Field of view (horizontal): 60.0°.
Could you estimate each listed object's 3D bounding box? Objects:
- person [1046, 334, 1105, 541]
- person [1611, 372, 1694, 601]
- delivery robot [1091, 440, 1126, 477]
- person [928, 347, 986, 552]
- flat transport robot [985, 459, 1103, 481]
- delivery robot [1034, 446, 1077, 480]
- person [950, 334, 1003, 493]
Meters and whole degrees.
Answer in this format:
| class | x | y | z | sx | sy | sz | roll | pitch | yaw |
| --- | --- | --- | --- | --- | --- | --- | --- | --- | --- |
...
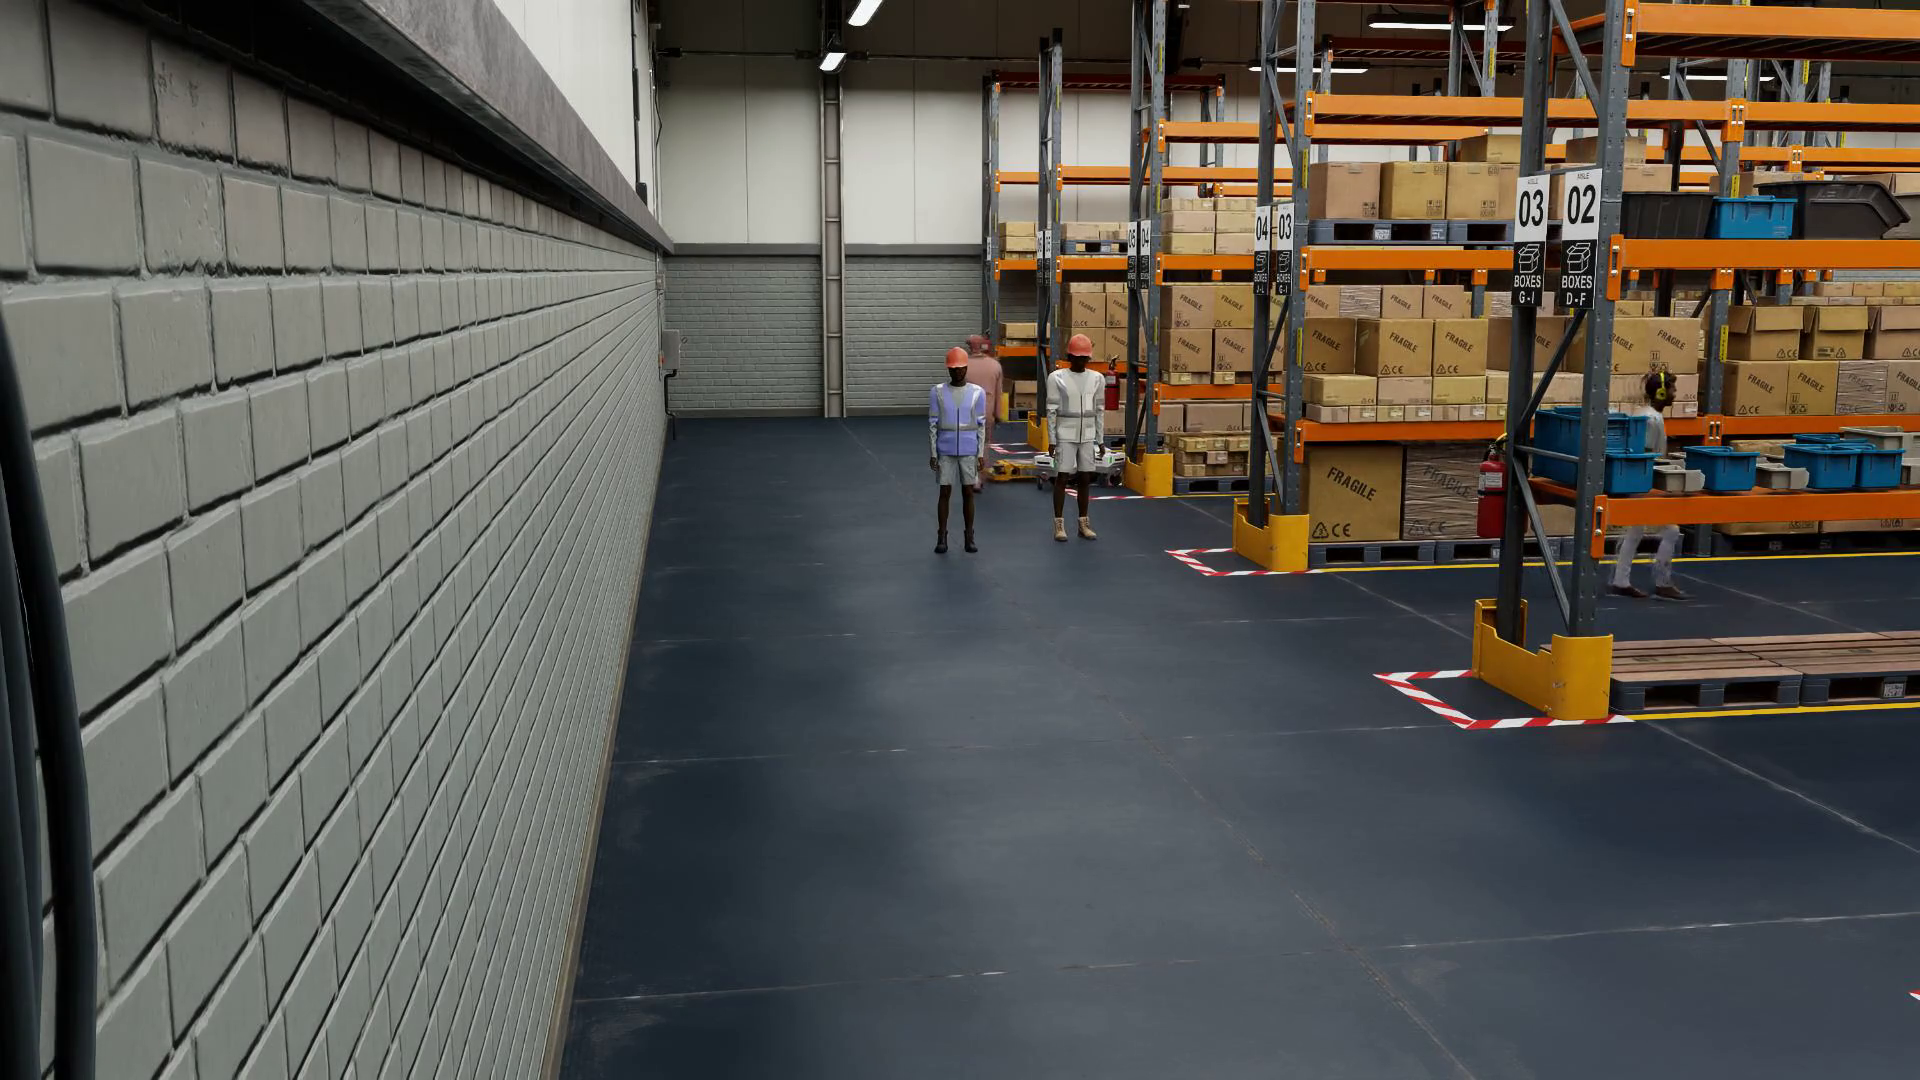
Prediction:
| class | x | y | z | sx | sy | sz | roll | pitch | yaw |
| --- | --- | --- | --- | --- | --- | --- | --- | --- | --- |
| person | 1.150 | -1.002 | 16.348 | 0.605 | 2.035 | 0.384 | -3 | 10 | -17 |
| person | 5.641 | -0.420 | 13.352 | 0.756 | 1.843 | 0.558 | 2 | 9 | 13 |
| delivery robot | 1.697 | -0.992 | 20.545 | 0.707 | 0.478 | 0.477 | 8 | 13 | 42 |
| person | -0.023 | -0.842 | 15.658 | 0.545 | 1.938 | 0.355 | 0 | 9 | -3 |
| flat transport robot | 1.047 | -0.909 | 21.196 | 1.431 | 0.197 | 0.652 | -2 | 9 | -13 |
| delivery robot | 1.206 | -0.942 | 20.240 | 0.477 | 0.478 | 0.707 | 7 | 11 | 36 |
| person | 0.123 | -1.529 | 20.041 | 0.662 | 1.882 | 0.734 | -4 | 10 | -23 |
